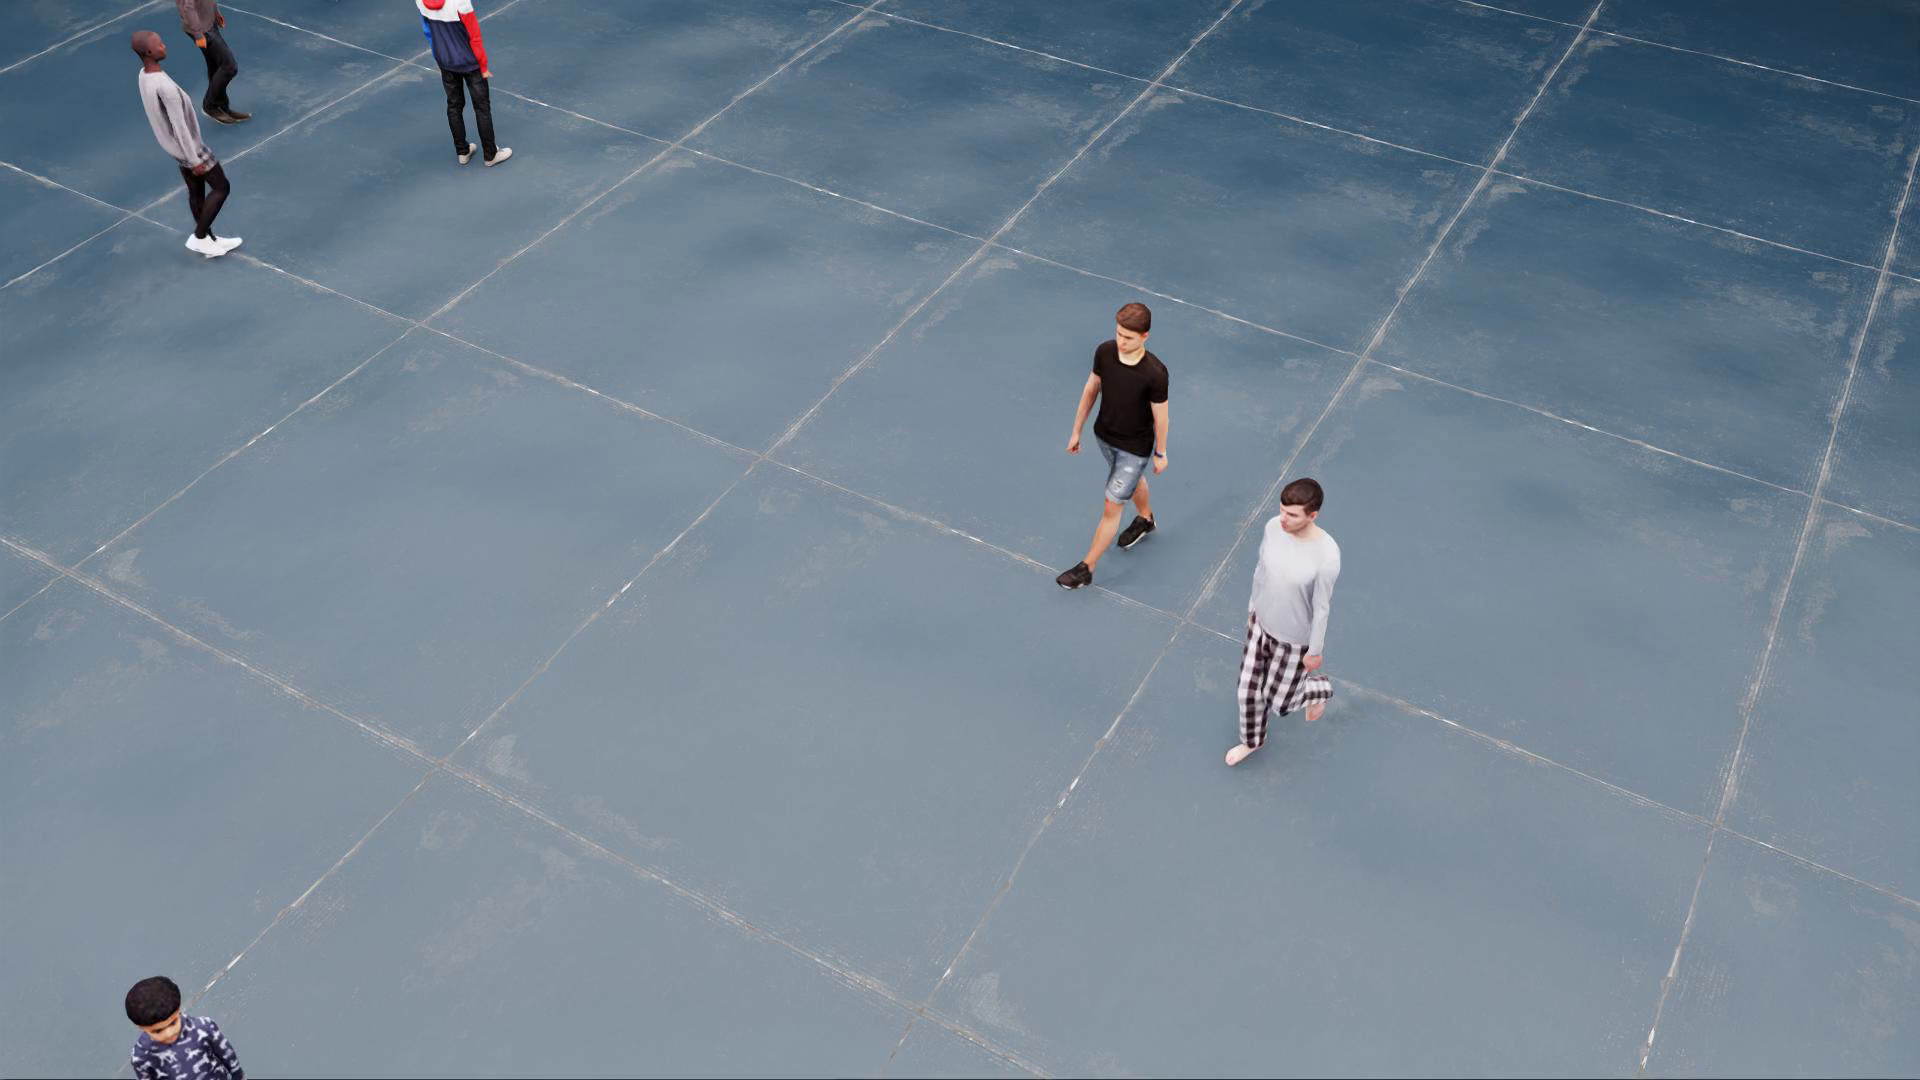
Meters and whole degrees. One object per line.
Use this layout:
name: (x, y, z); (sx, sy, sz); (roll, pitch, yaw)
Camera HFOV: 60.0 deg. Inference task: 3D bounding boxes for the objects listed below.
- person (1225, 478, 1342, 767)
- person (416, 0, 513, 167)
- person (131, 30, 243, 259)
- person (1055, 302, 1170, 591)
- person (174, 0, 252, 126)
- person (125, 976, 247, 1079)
person: (1.703, 0.408, 8.418); (0.993, 1.827, 0.826); (-29, 49, -28)
person: (-3.948, -3.784, 13.086); (0.686, 1.757, 0.631); (11, 43, 12)
person: (-5.675, -2.794, 11.990); (0.744, 1.765, 0.733); (-33, 51, -31)
person: (1.009, -0.610, 9.556); (1.245, 1.804, 0.918); (-33, 51, -31)
person: (-6.266, -4.202, 13.545); (0.834, 1.759, 0.768); (29, 50, 28)
person: (-3.193, 2.194, 6.886); (0.535, 1.242, 0.636); (-24, 48, -24)
